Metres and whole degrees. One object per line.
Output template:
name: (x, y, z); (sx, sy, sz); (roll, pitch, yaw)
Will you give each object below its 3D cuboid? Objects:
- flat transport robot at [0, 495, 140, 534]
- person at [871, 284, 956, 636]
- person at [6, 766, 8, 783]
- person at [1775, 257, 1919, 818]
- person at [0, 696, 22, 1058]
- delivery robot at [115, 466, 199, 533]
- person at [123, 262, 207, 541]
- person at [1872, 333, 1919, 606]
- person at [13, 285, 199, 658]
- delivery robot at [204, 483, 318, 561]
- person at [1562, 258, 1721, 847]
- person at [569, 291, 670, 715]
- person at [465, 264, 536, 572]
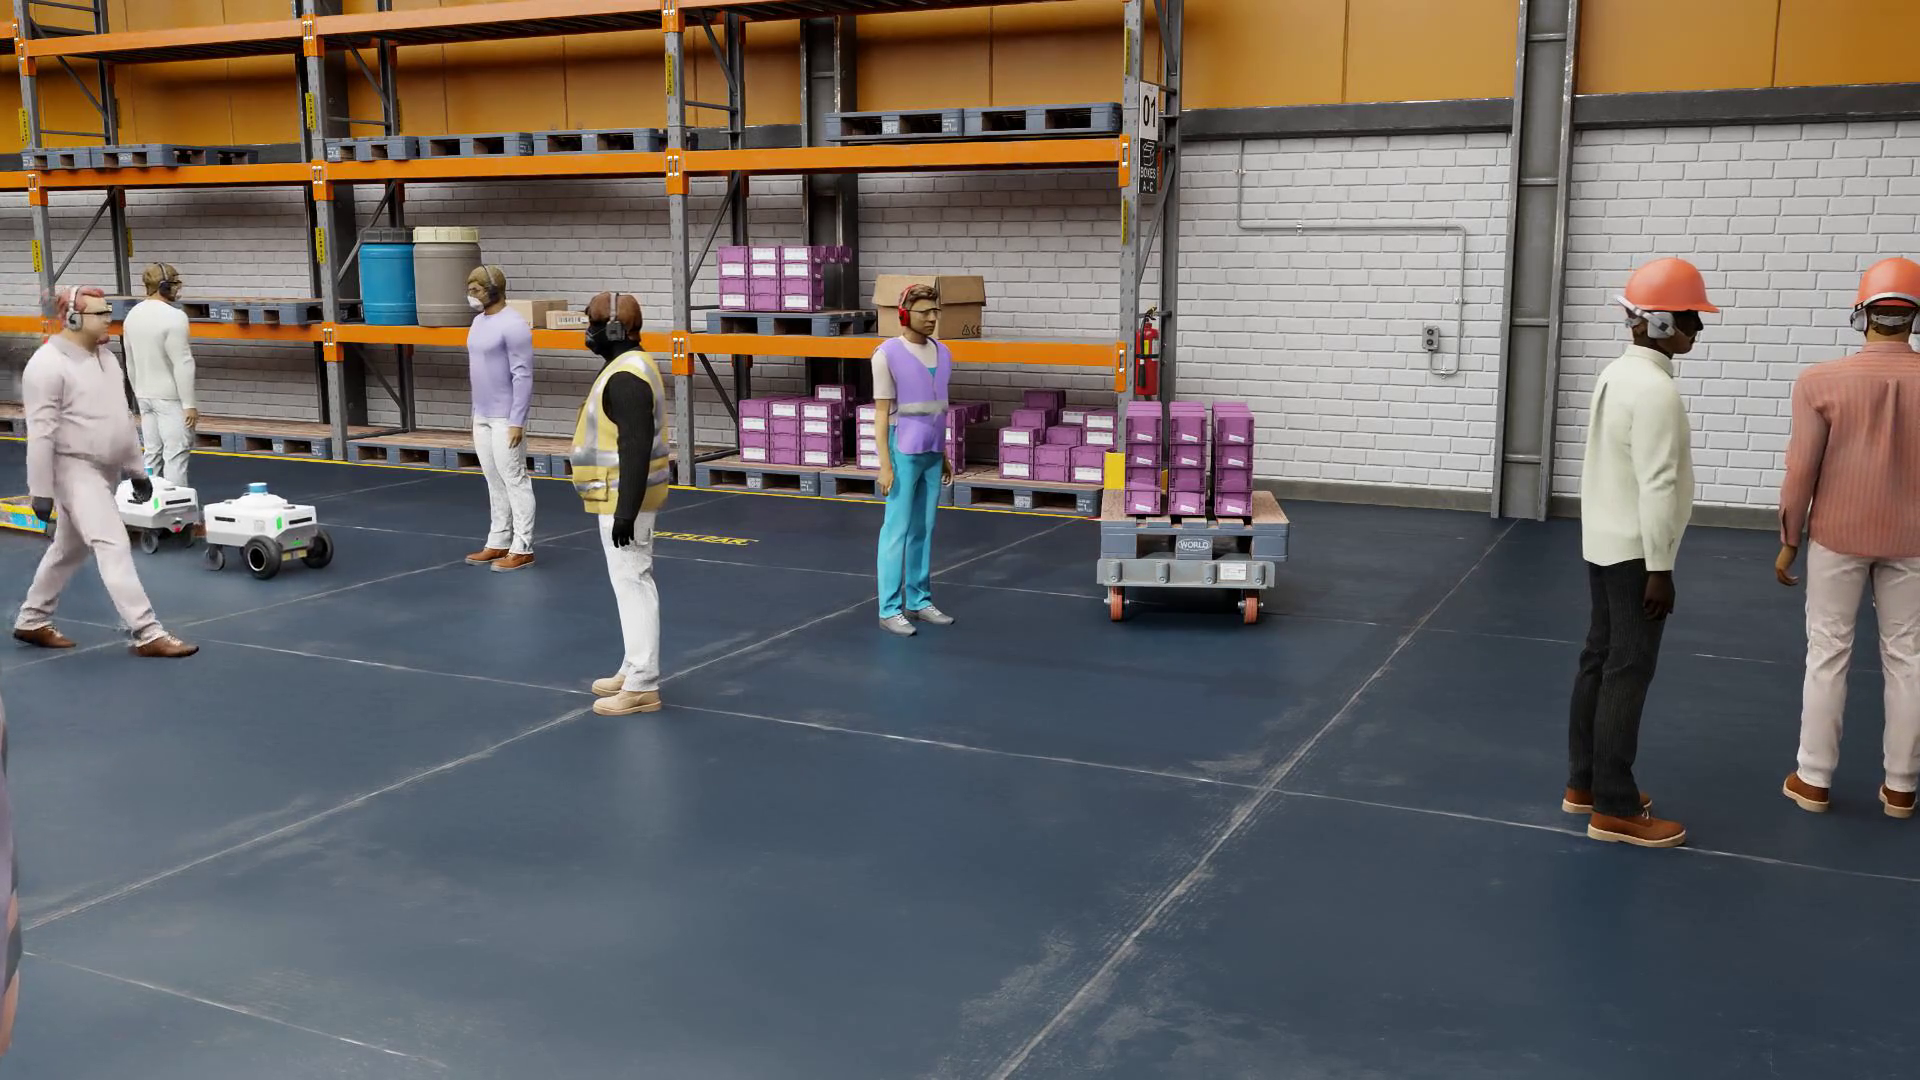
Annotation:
flat transport robot: (-6.392, -0.186, 11.936); (1.431, 0.197, 0.652); (6, 12, 32)
person: (-0.250, -0.431, 8.844); (0.381, 1.842, 0.585); (8, 12, 37)
person: (-3.371, 0.216, 5.361); (0.321, 1.769, 0.523); (2, 10, 13)
person: (3.262, -0.003, 5.963); (0.621, 1.992, 0.397); (3, 10, 16)
person: (-1.528, 0.717, 2.281); (0.634, 1.840, 0.429); (8, 13, 39)
delivery robot: (-5.503, -0.259, 11.280); (0.707, 0.478, 0.477); (6, 12, 32)
person: (-5.549, -0.963, 11.617); (0.629, 1.939, 0.370); (6, 12, 31)
person: (5.381, -0.534, 9.361); (0.328, 1.872, 0.514); (6, 12, 31)
person: (-4.354, -0.333, 8.276); (1.011, 1.858, 0.659); (0, 10, -1)
delivery robot: (-4.399, -0.116, 10.458); (0.707, 0.478, 0.477); (5, 11, 26)
person: (2.340, 0.038, 5.725); (0.396, 1.992, 0.622); (1, 10, 5)
person: (-1.487, -0.161, 7.308); (0.429, 1.840, 0.636); (-2, 10, -11)
person: (-2.914, -0.767, 10.516); (0.371, 1.933, 0.627); (-9, 13, -42)
